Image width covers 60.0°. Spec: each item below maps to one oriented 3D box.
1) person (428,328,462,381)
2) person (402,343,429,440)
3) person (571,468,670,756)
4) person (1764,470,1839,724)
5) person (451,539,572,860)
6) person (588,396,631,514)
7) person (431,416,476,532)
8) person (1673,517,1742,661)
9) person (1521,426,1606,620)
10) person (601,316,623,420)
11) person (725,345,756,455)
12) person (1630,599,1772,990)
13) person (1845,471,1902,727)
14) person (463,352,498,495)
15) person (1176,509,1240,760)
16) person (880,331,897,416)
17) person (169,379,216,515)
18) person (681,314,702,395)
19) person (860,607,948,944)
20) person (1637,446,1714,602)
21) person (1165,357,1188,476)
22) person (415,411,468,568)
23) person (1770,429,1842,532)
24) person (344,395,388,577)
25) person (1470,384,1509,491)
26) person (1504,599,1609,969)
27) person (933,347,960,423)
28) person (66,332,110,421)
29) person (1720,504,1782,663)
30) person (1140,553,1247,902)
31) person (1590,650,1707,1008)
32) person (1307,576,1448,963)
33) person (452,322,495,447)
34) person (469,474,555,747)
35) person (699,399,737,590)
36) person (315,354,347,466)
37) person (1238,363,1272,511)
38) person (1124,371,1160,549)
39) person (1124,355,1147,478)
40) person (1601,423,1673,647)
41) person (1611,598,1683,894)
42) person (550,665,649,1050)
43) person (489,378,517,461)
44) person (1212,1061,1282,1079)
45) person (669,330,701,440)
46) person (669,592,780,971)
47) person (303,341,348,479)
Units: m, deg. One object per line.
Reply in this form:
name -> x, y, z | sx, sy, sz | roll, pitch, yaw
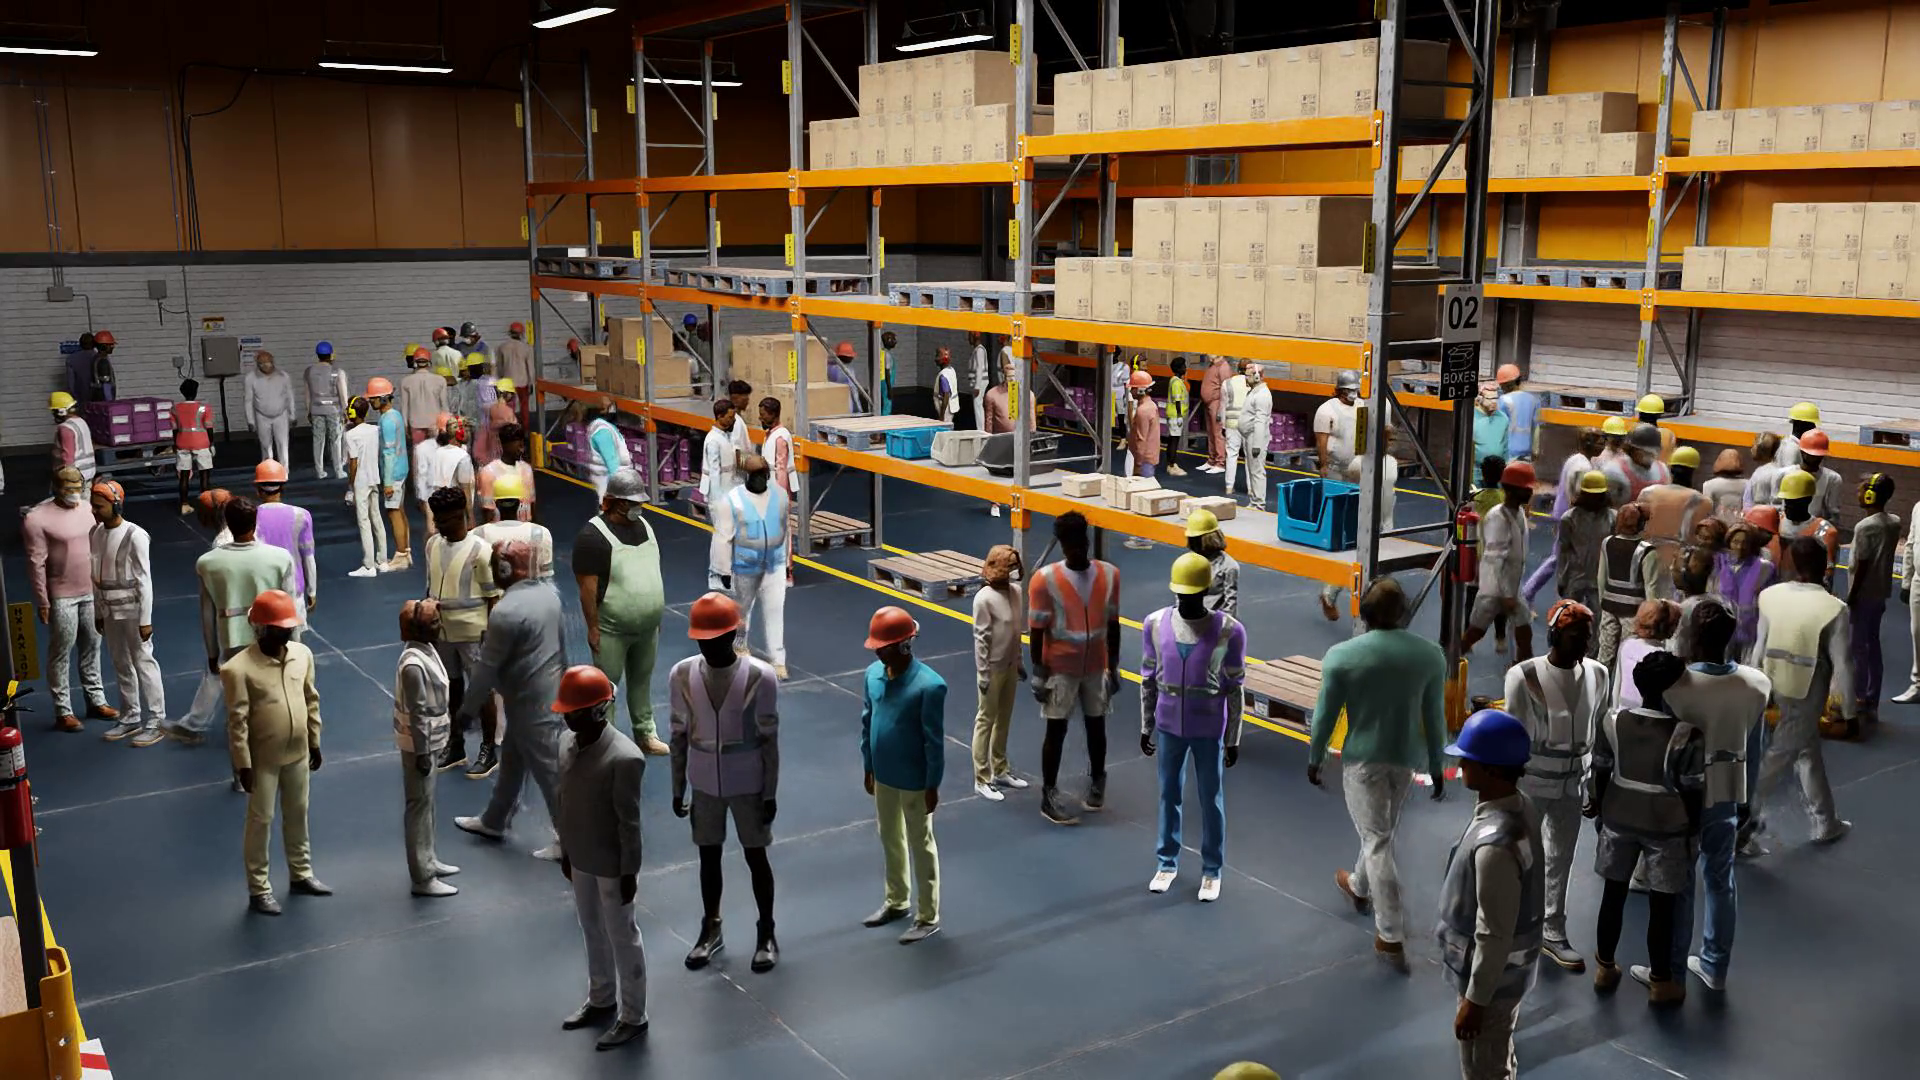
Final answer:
person -> -8.012, -2.318, 25.929 | 0.641, 1.950, 0.591 | -9, 14, -40
person -> -7.601, -1.802, 23.366 | 0.384, 1.924, 0.593 | -2, 11, -12
person -> -2.242, 0.510, 11.241 | 0.535, 2.000, 0.679 | 8, 14, 37
person -> 5.932, 0.448, 11.891 | 0.395, 1.919, 0.582 | -6, 12, -26
person -> -2.595, 0.924, 9.591 | 0.968, 1.862, 0.661 | 1, 11, 7
person -> -3.623, -0.612, 17.588 | 0.588, 1.816, 0.692 | 1, 11, 6
person -> -4.742, -0.241, 15.623 | 0.392, 1.836, 0.561 | -10, 15, -41
person -> 5.218, 0.642, 11.620 | 0.314, 1.631, 0.518 | -8, 13, -35
person -> 5.527, -0.155, 15.297 | 0.861, 1.808, 0.555 | 1, 11, 6
person -> -6.393, -3.115, 30.192 | 0.337, 1.883, 0.584 | -10, 15, -42
person -> -3.332, -1.988, 24.652 | 0.813, 1.798, 0.602 | 9, 15, 40
person -> 3.516, 1.227, 7.887 | 0.596, 1.918, 0.386 | -3, 11, -15
person -> 6.582, 0.427, 12.105 | 0.513, 1.872, 0.328 | -8, 14, -35
person -> -6.328, -1.554, 22.174 | 0.504, 1.889, 0.603 | -2, 11, -9
person -> 1.665, 0.644, 11.349 | 0.494, 1.733, 0.321 | 11, 15, 44
person -> -1.177, -2.455, 26.957 | 0.351, 1.841, 0.507 | -1, 11, -8
person -> -9.523, -1.150, 20.655 | 0.535, 1.692, 0.323 | 0, 11, 2
person -> -4.802, -3.107, 30.030 | 0.410, 1.942, 0.608 | -1, 11, -4
person -> -0.317, 1.188, 8.553 | 0.575, 1.739, 0.350 | 11, 15, 43
person -> 5.676, 0.197, 13.259 | 0.950, 1.876, 0.612 | -10, 15, -42
person -> 3.099, -1.767, 23.780 | 0.319, 1.697, 0.532 | 0, 11, 0
person -> -5.317, -0.475, 17.078 | 0.570, 1.726, 0.531 | -7, 13, -33
person -> 7.144, 0.010, 14.105 | 0.549, 1.925, 0.389 | 4, 12, 18
person -> -6.143, -0.552, 17.112 | 0.329, 1.873, 0.515 | 3, 12, 17
person -> 5.664, -0.741, 18.022 | 0.649, 1.899, 0.398 | -3, 11, -15
person -> 2.886, 1.205, 8.122 | 0.576, 1.877, 0.347 | -3, 11, -16
person -> -0.203, -1.806, 23.590 | 0.382, 1.846, 0.571 | 1, 11, 6
person -> -13.178, -2.179, 25.263 | 0.638, 1.938, 0.356 | -2, 11, -10
person -> 5.439, 0.589, 11.658 | 0.590, 1.717, 0.425 | -4, 12, -21
person -> 1.248, 1.005, 9.028 | 0.586, 1.920, 0.397 | 5, 12, 25
person -> 3.232, 1.351, 7.835 | 0.531, 1.692, 0.320 | 10, 15, 43
person -> 2.127, 1.125, 8.478 | 0.648, 1.892, 1.007 | -2, 11, -9
person -> -7.760, -2.454, 26.412 | 0.711, 2.000, 0.536 | 1, 11, 4
person -> -3.132, 0.495, 11.638 | 0.587, 1.920, 0.391 | -2, 11, -12
person -> -2.382, -0.452, 16.521 | 0.391, 1.905, 0.599 | 1, 11, 4
person -> -9.291, -1.928, 24.472 | 0.542, 1.746, 0.577 | 3, 12, 17
person -> 3.618, -1.225, 20.494 | 0.399, 1.900, 0.644 | 1, 11, 3
person -> 2.030, -0.896, 18.589 | 0.408, 1.987, 0.614 | 3, 11, 14
person -> 2.357, -1.532, 22.130 | 0.329, 1.872, 0.509 | 4, 12, 20
person -> 5.737, -0.021, 13.958 | 0.706, 2.000, 0.921 | -6, 12, -27
person -> 3.767, 1.120, 9.156 | 0.310, 1.636, 0.523 | -2, 11, -11
person -> -1.632, 1.403, 7.444 | 0.558, 1.743, 0.349 | 9, 14, 39
person -> -5.460, -1.064, 20.026 | 0.326, 1.760, 0.524 | -11, 15, -44
person -> 0.676, 2.070, 4.028 | 0.491, 1.742, 0.314 | 8, 14, 35
person -> -4.339, -2.279, 25.806 | 0.666, 1.928, 0.538 | -1, 11, -3
person -> -1.149, 1.186, 8.108 | 0.559, 1.924, 0.421 | 2, 11, 8
person -> -8.923, -1.823, 23.455 | 0.610, 1.939, 0.420 | 1, 11, 3
